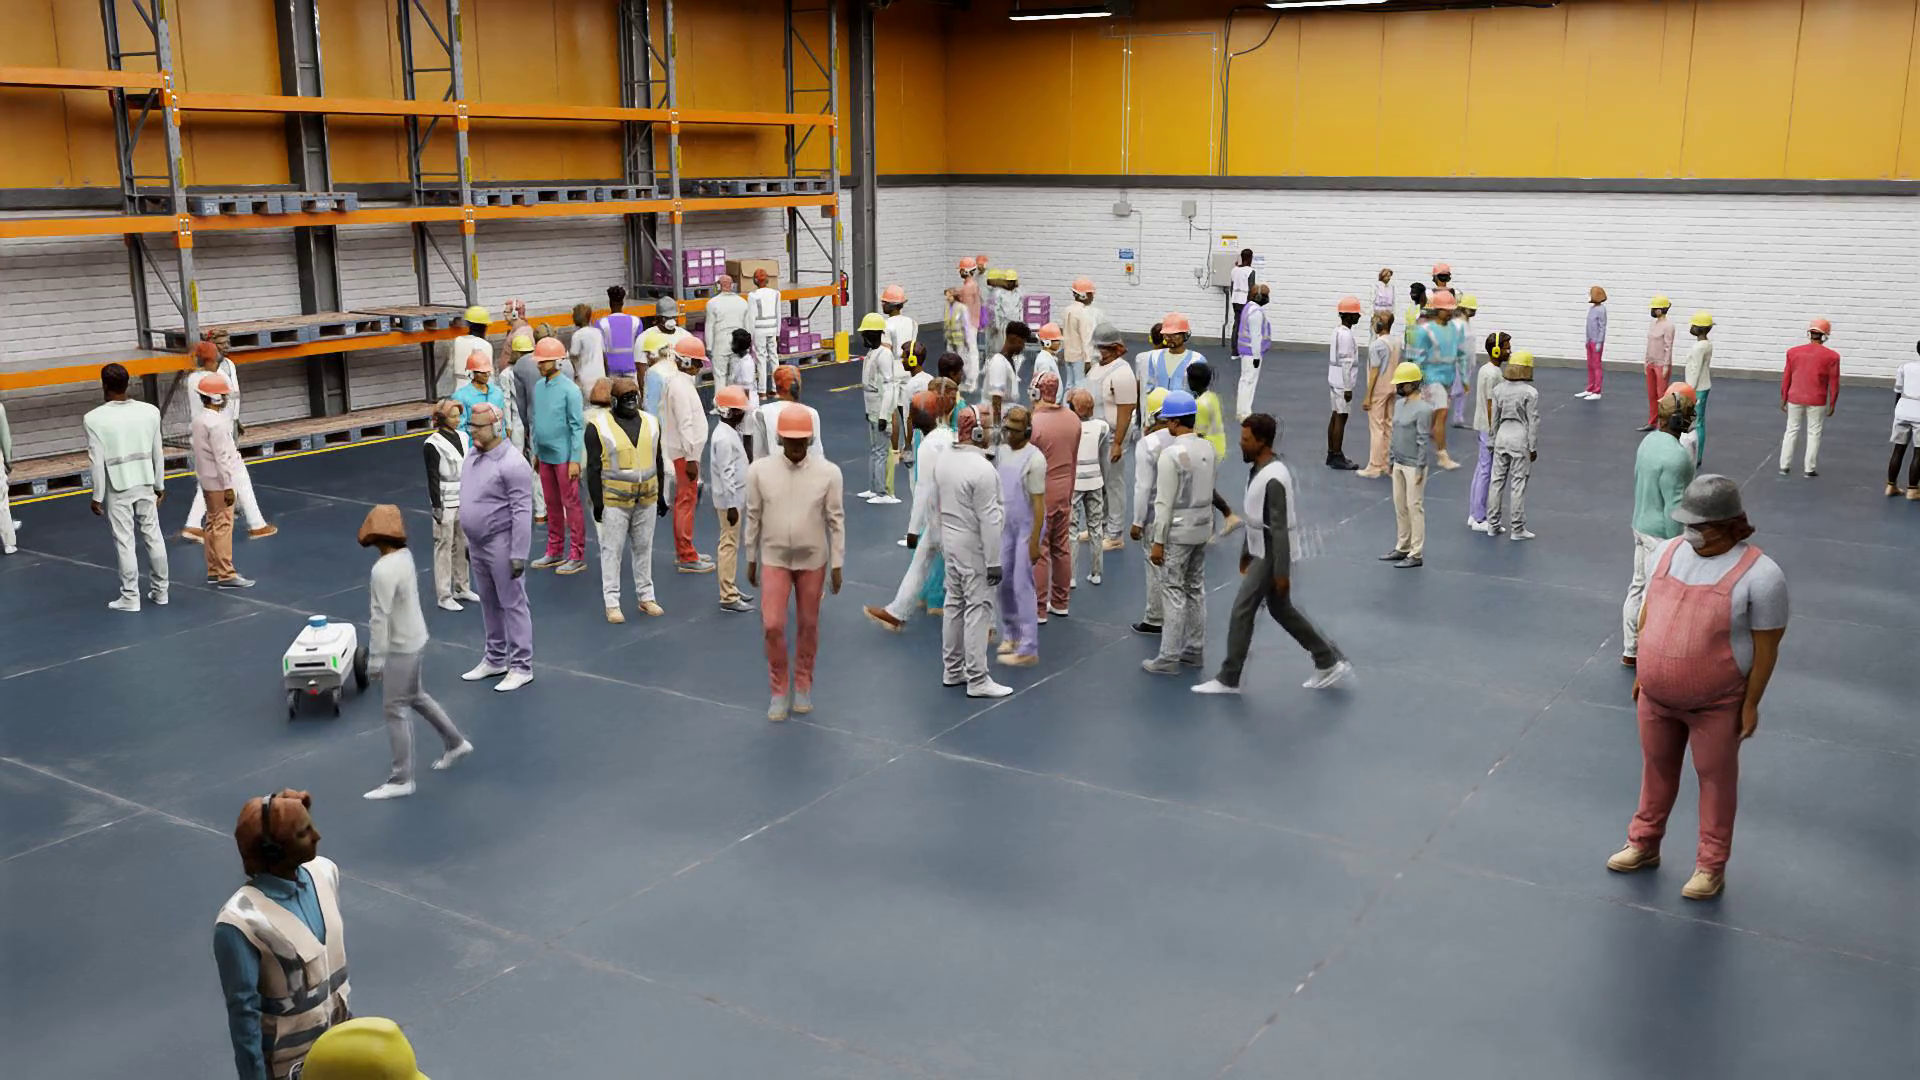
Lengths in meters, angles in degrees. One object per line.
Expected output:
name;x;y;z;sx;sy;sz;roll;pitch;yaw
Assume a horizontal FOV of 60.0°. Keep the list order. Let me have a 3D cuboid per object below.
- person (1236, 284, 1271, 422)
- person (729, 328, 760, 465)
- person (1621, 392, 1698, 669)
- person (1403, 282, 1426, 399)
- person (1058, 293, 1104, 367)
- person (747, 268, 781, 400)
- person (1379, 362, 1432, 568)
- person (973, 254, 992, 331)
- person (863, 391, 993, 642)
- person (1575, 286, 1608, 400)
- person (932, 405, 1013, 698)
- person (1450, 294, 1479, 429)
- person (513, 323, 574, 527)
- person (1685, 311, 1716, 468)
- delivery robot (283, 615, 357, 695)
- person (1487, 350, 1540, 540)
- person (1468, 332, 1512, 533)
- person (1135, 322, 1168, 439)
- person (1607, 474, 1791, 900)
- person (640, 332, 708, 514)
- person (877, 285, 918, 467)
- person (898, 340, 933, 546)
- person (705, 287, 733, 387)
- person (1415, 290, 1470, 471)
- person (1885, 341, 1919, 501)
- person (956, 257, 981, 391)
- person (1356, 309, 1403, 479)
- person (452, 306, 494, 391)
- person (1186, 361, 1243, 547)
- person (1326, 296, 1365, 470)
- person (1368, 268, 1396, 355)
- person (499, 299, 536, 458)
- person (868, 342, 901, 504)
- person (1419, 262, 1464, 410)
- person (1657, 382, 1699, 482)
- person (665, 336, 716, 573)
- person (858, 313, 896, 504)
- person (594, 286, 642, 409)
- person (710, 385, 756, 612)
person;3.888;-2.461;21.967;0.431;1.832;0.643;0;13;2
person;-2.294;-1.389;17.609;0.329;1.692;0.563;-3;13;-14
person;4.698;-0.026;11.141;0.371;1.941;0.627;1;13;3
person;6.622;-2.888;24.112;0.322;1.690;0.536;-5;14;-22
person;1.563;-2.413;21.779;0.542;1.798;0.921;-6;14;-26
person;-2.837;-2.977;24.058;0.573;1.887;0.354;-12;17;-41
person;3.816;-0.645;14.229;0.344;1.758;0.532;-4;13;-15
person;0.411;-4.289;30.074;0.374;1.733;0.584;-12;17;-41
person;-0.224;-0.159;11.962;1.018;1.821;0.591;3;13;11
person;9.171;-2.848;24.051;0.284;1.633;0.501;0;13;0
person;0.094;0.071;10.794;0.409;1.907;0.651;-8;15;-30
person;6.432;-2.290;21.380;0.533;1.741;0.454;-12;18;-43
person;-3.882;-1.081;15.723;0.632;1.937;0.372;4;13;15
person;8.291;-1.692;18.741;0.301;1.772;0.524;9;16;34
delivery robot;-4.110;0.729;10.694;0.477;0.478;0.707;-2;13;-10
person;5.093;-0.875;15.266;0.304;1.739;0.485;-10;17;-38
person;4.980;-1.013;15.574;0.329;1.872;0.507;2;13;10
person;1.967;-1.244;16.620;0.521;1.857;0.347;12;17;41
person;3.460;0.678;7.867;0.536;2.000;0.673;-9;16;-34
person;-2.795;-1.115;16.192;0.694;1.798;0.634;3;13;15
person;-0.744;-1.857;18.844;0.356;2.047;0.615;10;16;36
person;-0.382;-0.864;14.963;0.328;1.862;0.503;5;14;21
person;-3.225;-2.689;22.940;0.544;1.836;0.642;2;13;8
person;5.402;-1.839;18.879;0.608;2.008;0.971;-7;15;-28
person;9.753;-1.239;16.956;0.319;1.690;0.540;-6;14;-25
person;0.126;-3.236;24.941;0.377;1.995;0.612;2;13;9
person;4.583;-1.592;18.138;0.508;1.847;0.345;-12;17;-41
person;-5.179;-1.537;17.787;0.591;1.904;0.492;9;16;33
person;2.241;-0.765;14.917;0.474;1.673;0.551;6;14;23
person;4.326;-1.764;18.685;0.360;1.938;0.544;0;13;0
person;7.076;-3.732;27.893;0.515;1.633;0.313;-6;14;-23
person;-4.936;-1.732;18.616;0.410;1.908;0.643;-2;13;-10
person;-0.783;-1.187;16.847;0.278;1.633;0.502;-4;14;-17
person;6.613;-2.809;22.988;0.608;2.043;0.374;-1;13;-4
person;5.546;-0.361;12.991;0.321;1.755;0.563;3;13;12
person;-2.286;-0.724;14.061;0.391;1.988;0.611;-3;13;-12
person;-0.840;-1.331;16.825;0.377;1.929;0.585;-4;14;-16
person;-4.059;-2.043;19.831;0.614;1.963;0.361;-8;15;-30
person;-1.753;-0.325;12.854;0.327;1.747;0.559;-2;13;-7
